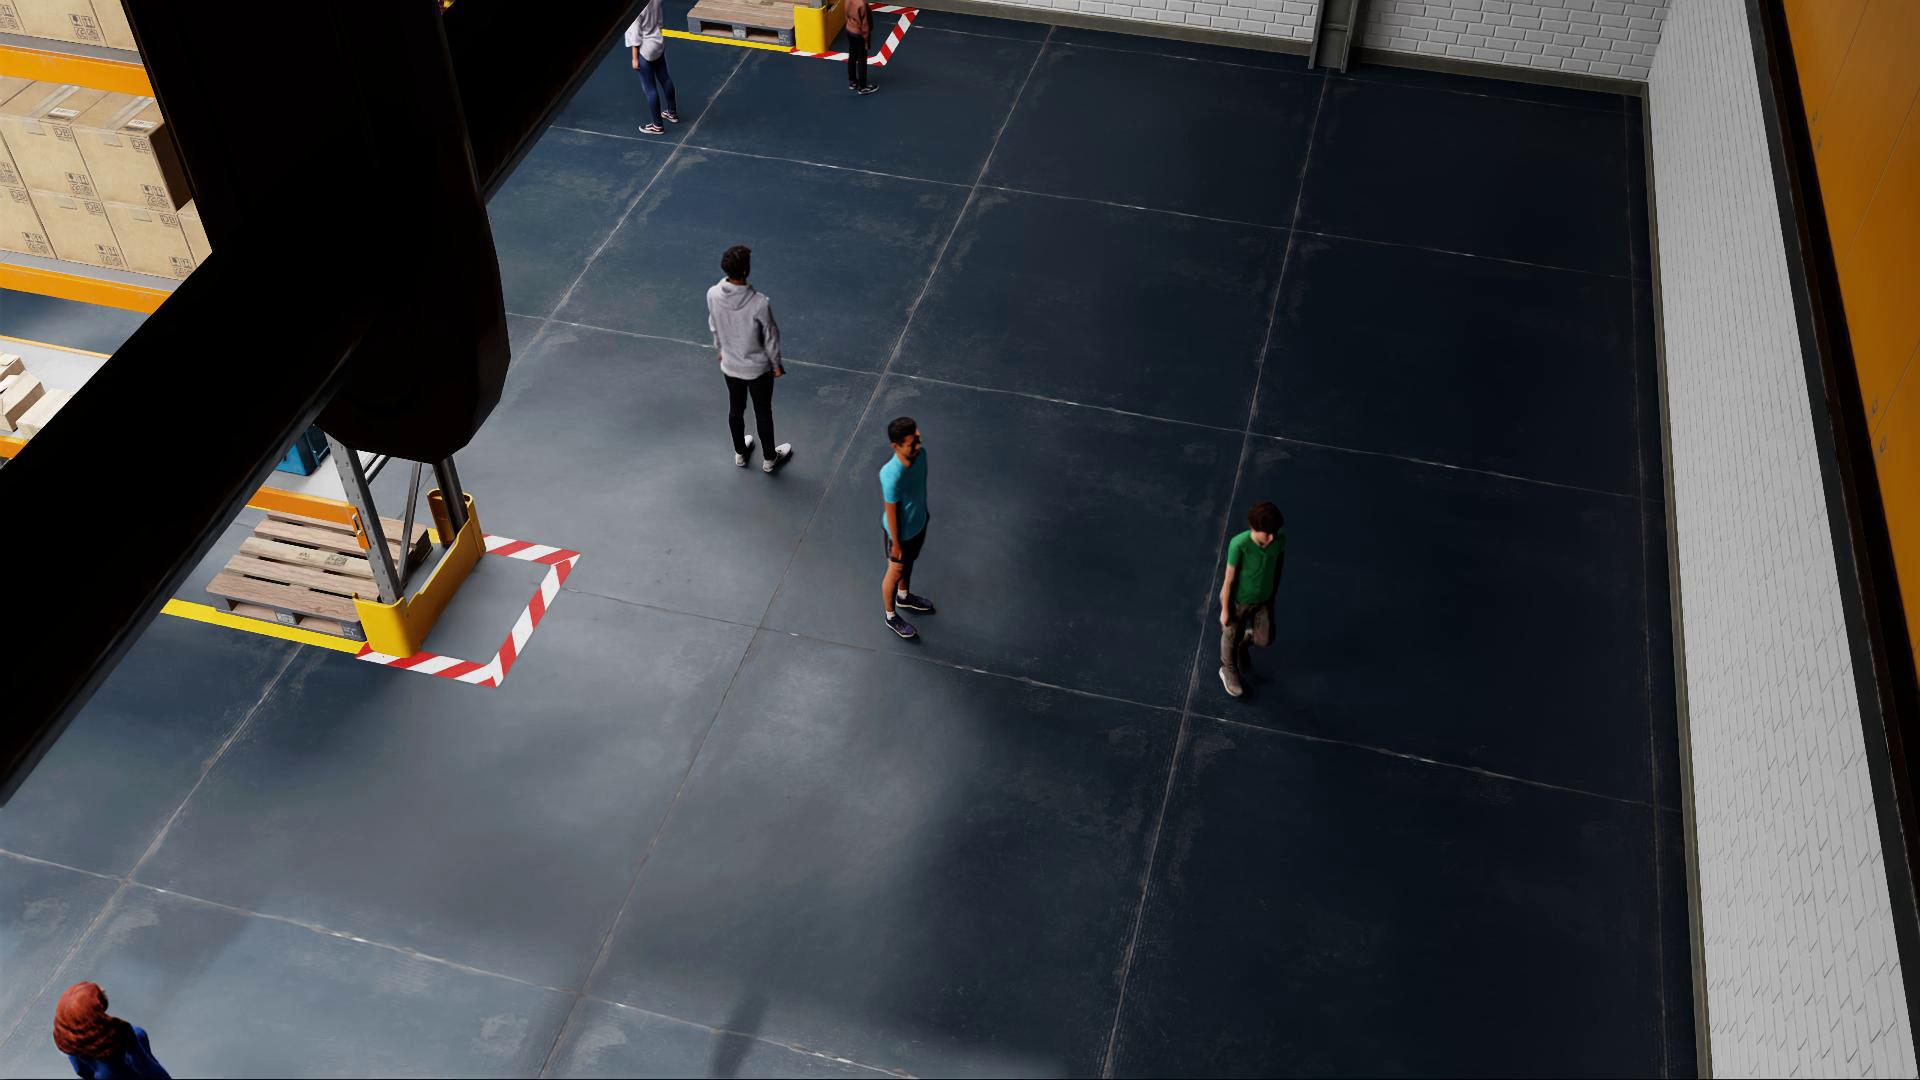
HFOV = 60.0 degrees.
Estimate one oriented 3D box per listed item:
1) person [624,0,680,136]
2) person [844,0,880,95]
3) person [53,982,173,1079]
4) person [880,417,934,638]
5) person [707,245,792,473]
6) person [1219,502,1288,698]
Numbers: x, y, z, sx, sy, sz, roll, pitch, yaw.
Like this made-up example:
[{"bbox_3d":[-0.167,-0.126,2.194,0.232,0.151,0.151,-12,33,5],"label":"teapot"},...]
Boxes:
[{"bbox_3d":[-2.994,-4.764,16.036,0.671,1.711,0.700,20,47,20],"label":"person"},{"bbox_3d":[-1.032,-5.092,16.744,0.650,1.207,0.568,-28,50,-26],"label":"person"},{"bbox_3d":[-4.001,2.711,8.104,0.494,1.827,0.672,10,44,10],"label":"person"},{"bbox_3d":[-0.373,-0.114,11.109,0.561,1.773,0.653,18,46,18],"label":"person"},{"bbox_3d":[-1.579,-1.327,12.269,0.531,1.930,0.748,13,45,13],"label":"person"},{"bbox_3d":[1.822,0.308,10.765,0.735,1.637,0.794,-11,45,-12],"label":"person"}]
